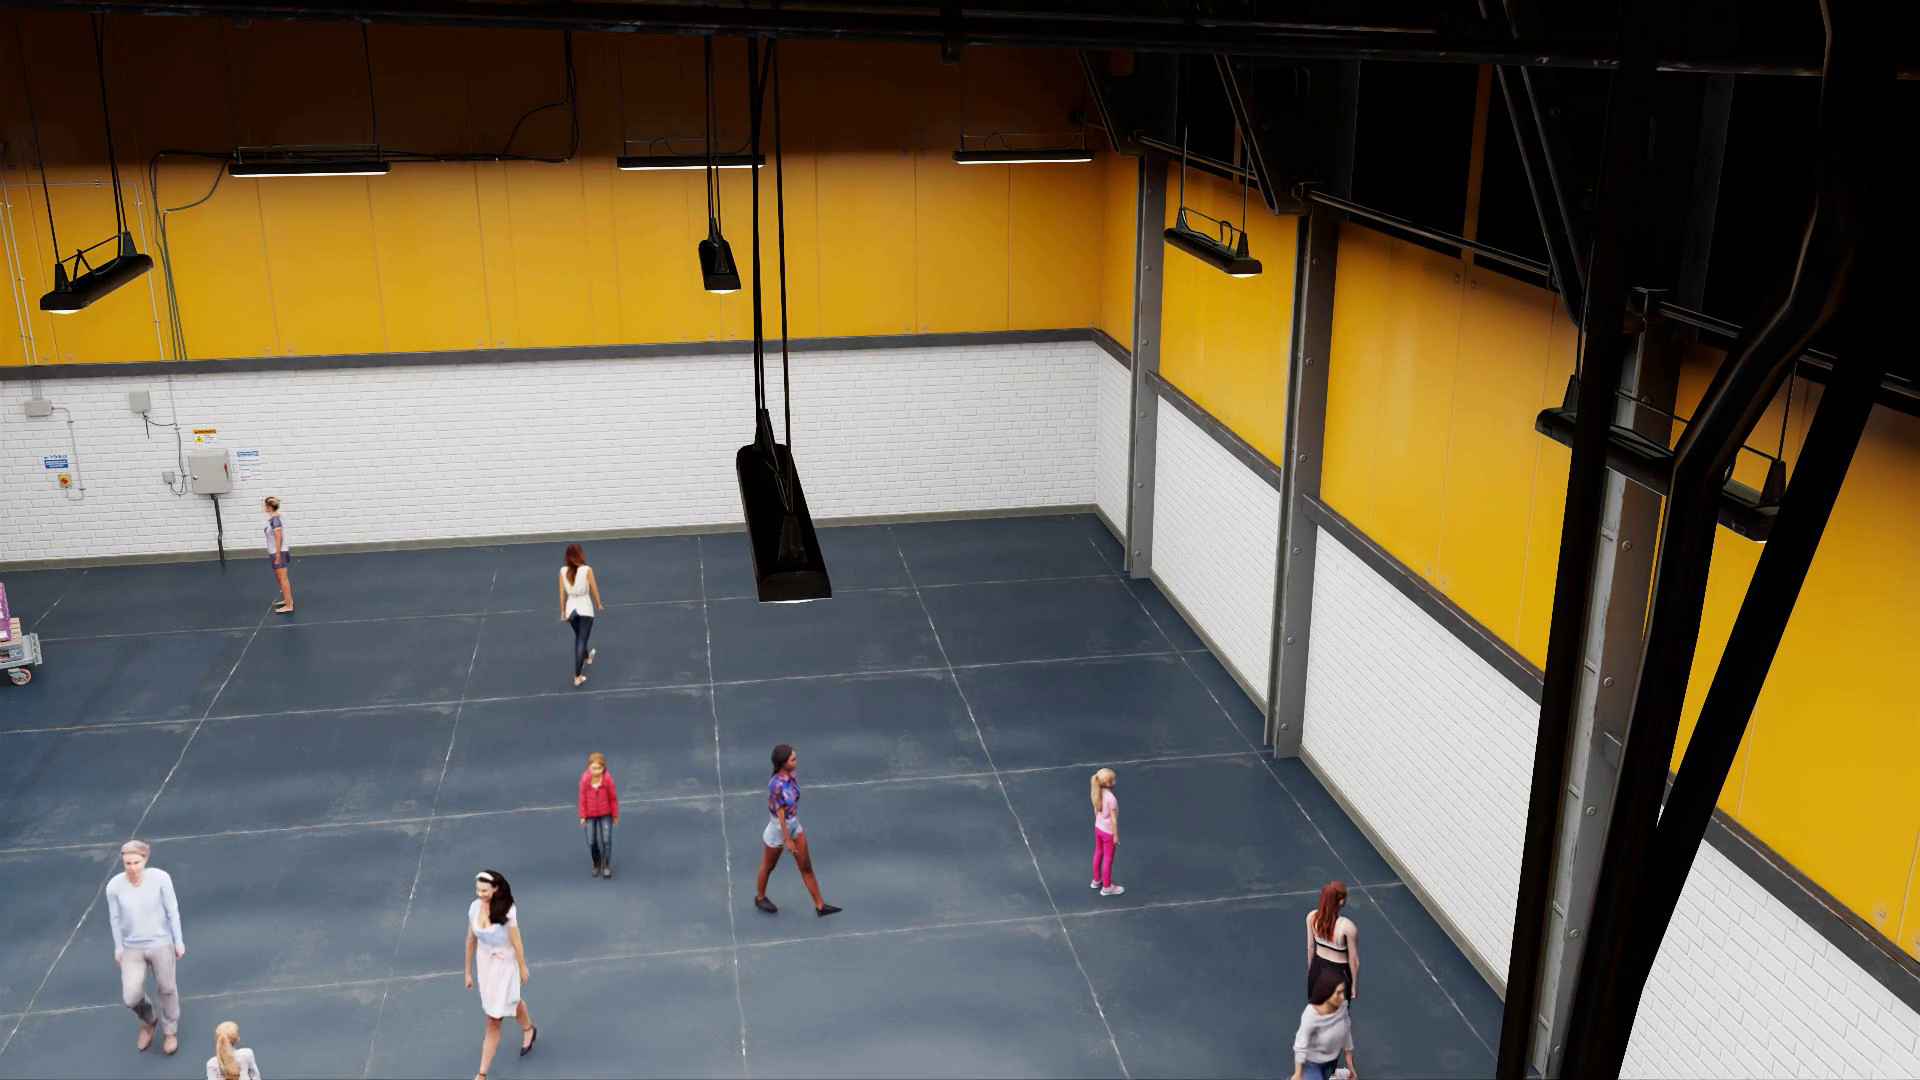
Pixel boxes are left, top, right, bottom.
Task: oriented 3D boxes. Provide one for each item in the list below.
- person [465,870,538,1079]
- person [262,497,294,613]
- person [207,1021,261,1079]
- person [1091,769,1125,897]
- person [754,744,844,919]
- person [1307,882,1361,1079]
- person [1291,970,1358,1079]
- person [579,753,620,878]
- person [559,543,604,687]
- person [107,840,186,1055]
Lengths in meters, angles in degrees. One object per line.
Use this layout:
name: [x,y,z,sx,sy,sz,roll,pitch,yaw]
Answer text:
person: [-3.584,3.379,13.117,1.045,1.768,1.273,7,20,19]
person: [-9.348,0.181,22.836,0.669,1.625,0.497,-6,19,-17]
person: [-5.159,4.066,11.890,0.665,1.248,0.963,-10,21,-26]
person: [1.381,2.747,15.771,0.609,1.270,0.523,-9,21,-26]
person: [-1.707,2.688,15.278,1.117,1.698,1.130,10,21,28]
person: [2.877,3.443,12.968,0.657,1.741,0.731,15,24,37]
person: [2.538,3.797,12.128,0.828,1.607,0.941,-15,24,-38]
person: [-3.488,2.630,16.065,0.521,1.306,0.489,-3,19,-8]
person: [-4.685,0.945,20.385,0.844,1.741,1.154,3,19,10]
person: [-6.526,3.226,13.387,0.725,1.886,0.717,-7,20,-19]
